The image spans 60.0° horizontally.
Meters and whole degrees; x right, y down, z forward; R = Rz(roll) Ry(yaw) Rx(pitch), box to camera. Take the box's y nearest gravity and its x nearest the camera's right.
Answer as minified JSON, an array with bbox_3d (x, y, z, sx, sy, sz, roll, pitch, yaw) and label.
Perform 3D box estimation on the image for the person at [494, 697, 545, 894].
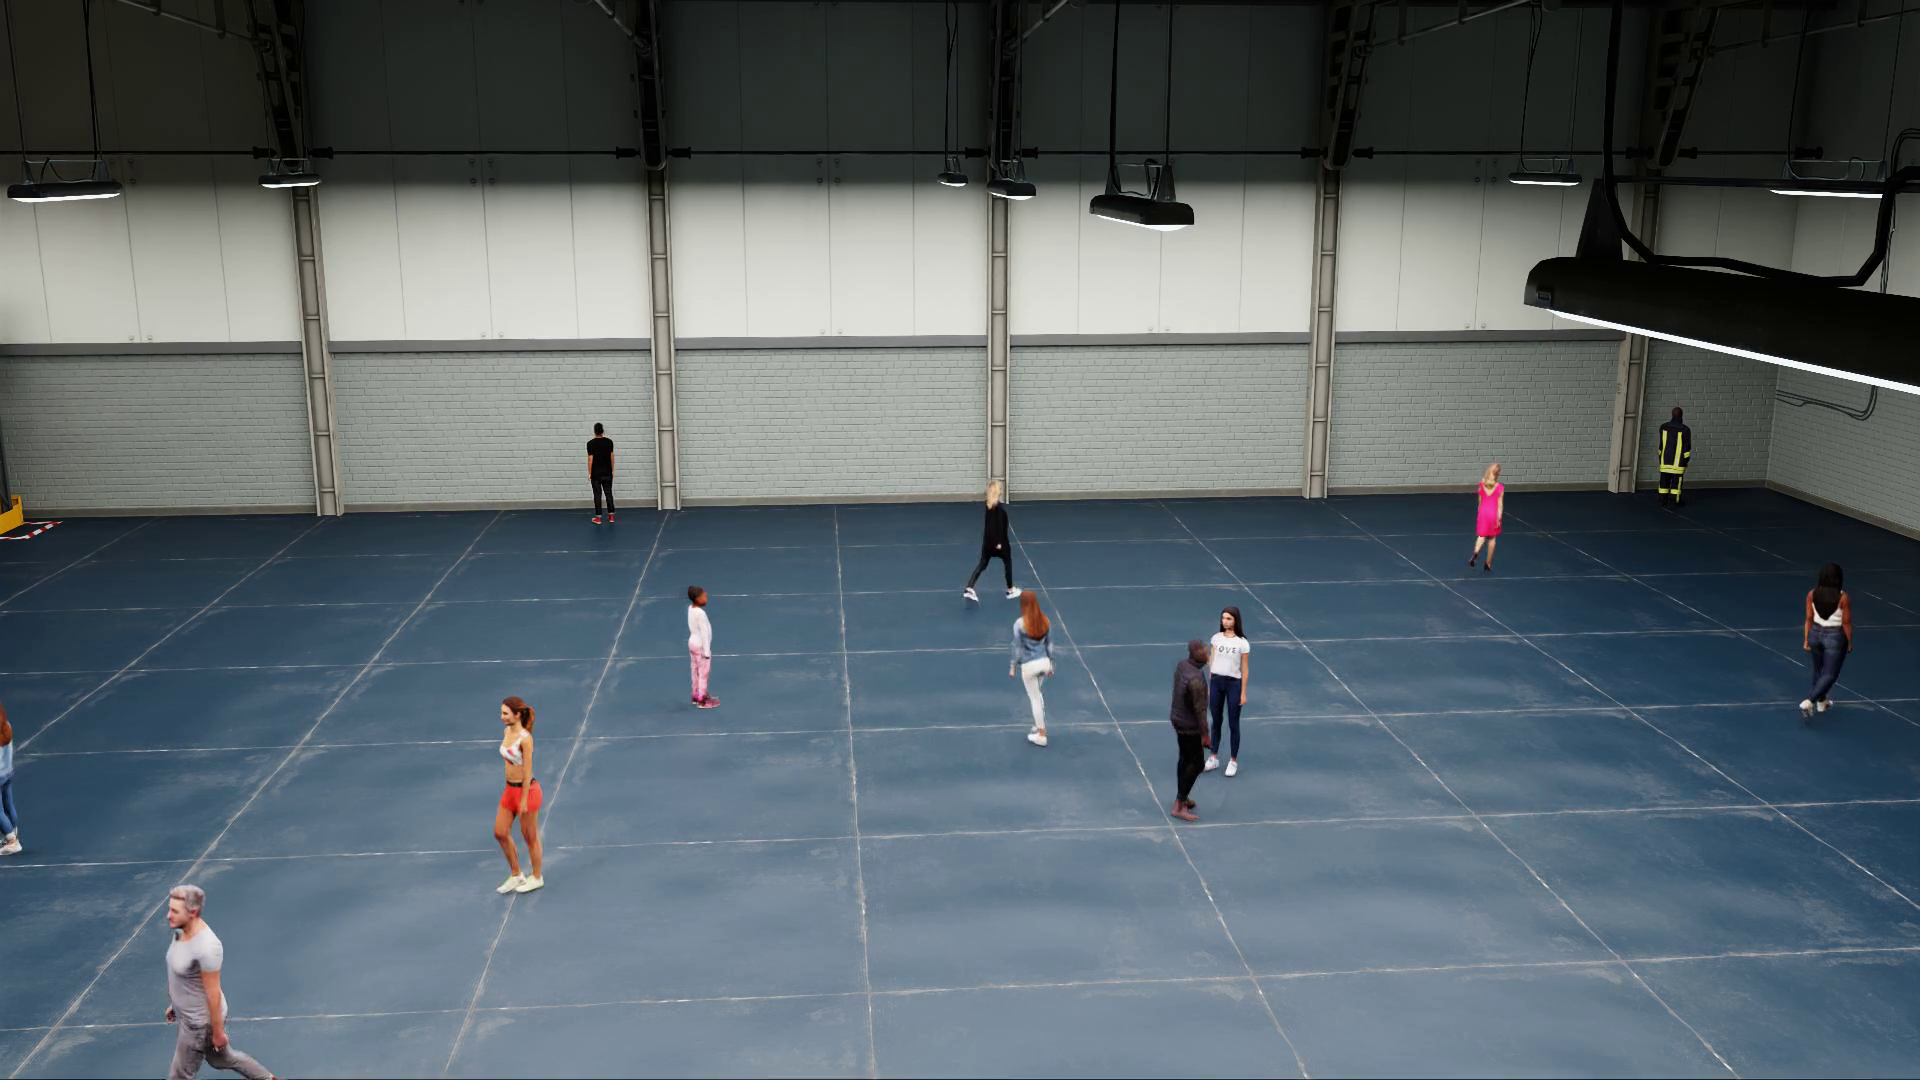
[{"bbox_3d":[-3.715,2.185,14.372,0.752,1.780,0.808,12,18,43],"label":"person"}]

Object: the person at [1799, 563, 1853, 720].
[{"bbox_3d":[9.742,1.173,18.739,1.228,1.782,1.004,-9,16,-33],"label":"person"}]

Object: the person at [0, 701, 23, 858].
[{"bbox_3d":[-8.776,2.142,15.203,0.595,1.488,0.600,1,13,2],"label":"person"}]

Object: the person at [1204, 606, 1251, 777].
[{"bbox_3d":[2.761,1.541,17.164,0.651,1.774,0.729,9,16,33],"label":"person"}]

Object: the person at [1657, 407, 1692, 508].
[{"bbox_3d":[13.012,-1.528,30.313,0.896,1.822,0.865,-12,17,-41],"label":"person"}]

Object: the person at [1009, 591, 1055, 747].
[{"bbox_3d":[0.858,1.405,17.971,0.751,1.675,0.824,-9,16,-33],"label":"person"}]

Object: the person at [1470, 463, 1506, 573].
[{"bbox_3d":[8.023,-0.324,25.361,0.887,1.711,0.949,11,17,40],"label":"person"}]

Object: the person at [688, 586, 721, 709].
[{"bbox_3d":[-3.035,1.218,19.286,0.636,1.446,0.621,-8,15,-31],"label":"person"}]

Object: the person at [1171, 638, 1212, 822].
[{"bbox_3d":[2.205,1.779,16.060,0.618,1.809,0.768,-6,14,-24],"label":"person"}]

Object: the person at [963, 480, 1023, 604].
[{"bbox_3d":[0.406,0.068,23.564,1.307,1.756,1.045,-9,16,-34],"label":"person"}]

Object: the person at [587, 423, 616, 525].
[{"bbox_3d":[-6.233,-1.171,28.912,0.657,1.758,0.776,-8,15,-30],"label":"person"}]

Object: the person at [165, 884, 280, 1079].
[{"bbox_3d":[-4.779,3.032,10.678,1.297,1.796,1.103,-9,16,-35],"label":"person"}]
